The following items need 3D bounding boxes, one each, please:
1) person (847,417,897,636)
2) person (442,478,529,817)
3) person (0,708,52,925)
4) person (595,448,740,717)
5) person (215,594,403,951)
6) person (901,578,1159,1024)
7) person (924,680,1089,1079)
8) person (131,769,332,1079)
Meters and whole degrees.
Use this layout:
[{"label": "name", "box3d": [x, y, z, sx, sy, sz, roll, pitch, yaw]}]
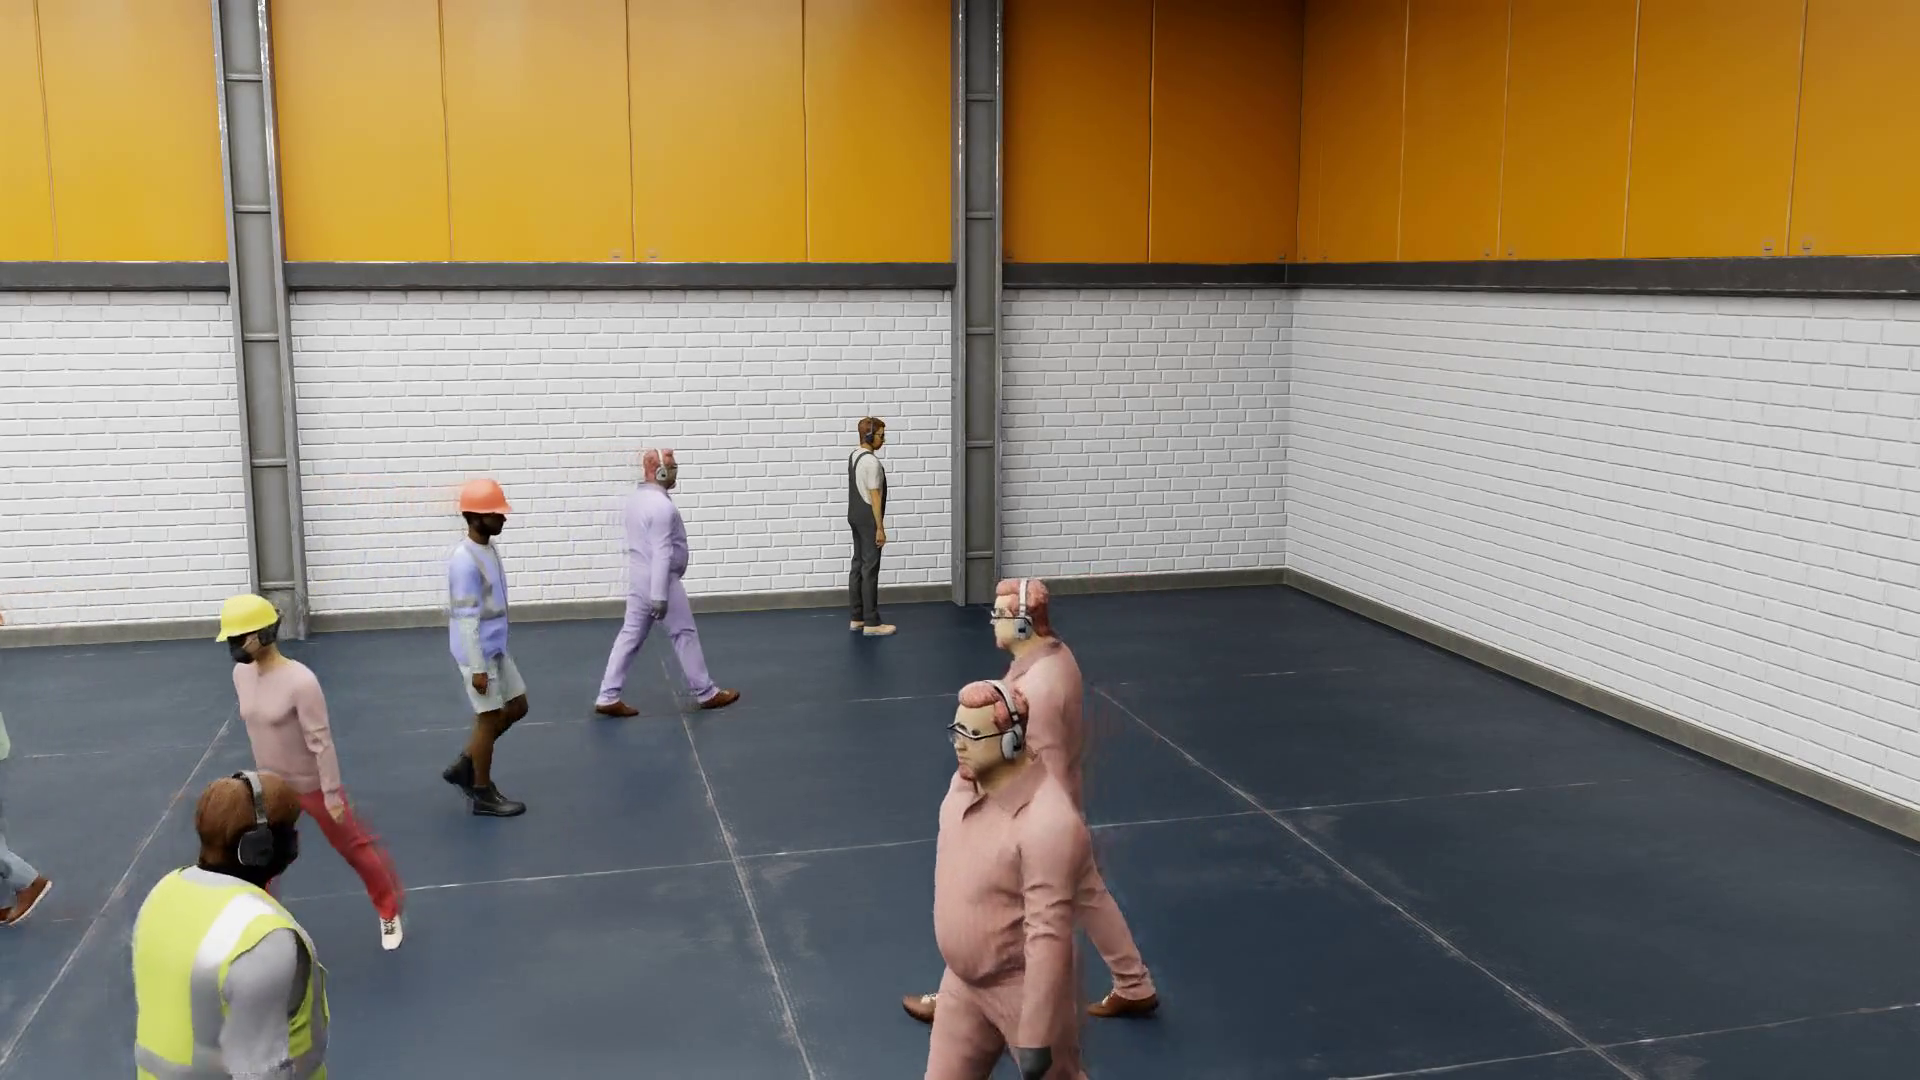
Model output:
[{"label": "person", "box3d": [-0.768, -0.117, 14.006, 0.343, 1.839, 0.506, -5, 10, -28]}, {"label": "person", "box3d": [-2.636, 0.604, 9.242, 0.427, 1.918, 0.562, 0, 9, 0]}, {"label": "person", "box3d": [-4.518, 1.014, 7.640, 0.381, 1.620, 0.506, -4, 10, -25]}, {"label": "person", "box3d": [-2.057, 0.293, 11.397, 1.026, 1.857, 0.661, -6, 11, -32]}, {"label": "person", "box3d": [-2.864, 1.047, 7.190, 0.577, 1.691, 0.982, 5, 10, 26]}, {"label": "person", "box3d": [0.324, 1.058, 6.646, 1.022, 1.855, 0.638, 2, 9, 14]}, {"label": "person", "box3d": [0.181, 1.325, 5.019, 0.986, 1.870, 0.659, -6, 11, -32]}, {"label": "person", "box3d": [-1.744, 1.464, 4.222, 0.638, 1.807, 0.779, 7, 11, 36]}]
